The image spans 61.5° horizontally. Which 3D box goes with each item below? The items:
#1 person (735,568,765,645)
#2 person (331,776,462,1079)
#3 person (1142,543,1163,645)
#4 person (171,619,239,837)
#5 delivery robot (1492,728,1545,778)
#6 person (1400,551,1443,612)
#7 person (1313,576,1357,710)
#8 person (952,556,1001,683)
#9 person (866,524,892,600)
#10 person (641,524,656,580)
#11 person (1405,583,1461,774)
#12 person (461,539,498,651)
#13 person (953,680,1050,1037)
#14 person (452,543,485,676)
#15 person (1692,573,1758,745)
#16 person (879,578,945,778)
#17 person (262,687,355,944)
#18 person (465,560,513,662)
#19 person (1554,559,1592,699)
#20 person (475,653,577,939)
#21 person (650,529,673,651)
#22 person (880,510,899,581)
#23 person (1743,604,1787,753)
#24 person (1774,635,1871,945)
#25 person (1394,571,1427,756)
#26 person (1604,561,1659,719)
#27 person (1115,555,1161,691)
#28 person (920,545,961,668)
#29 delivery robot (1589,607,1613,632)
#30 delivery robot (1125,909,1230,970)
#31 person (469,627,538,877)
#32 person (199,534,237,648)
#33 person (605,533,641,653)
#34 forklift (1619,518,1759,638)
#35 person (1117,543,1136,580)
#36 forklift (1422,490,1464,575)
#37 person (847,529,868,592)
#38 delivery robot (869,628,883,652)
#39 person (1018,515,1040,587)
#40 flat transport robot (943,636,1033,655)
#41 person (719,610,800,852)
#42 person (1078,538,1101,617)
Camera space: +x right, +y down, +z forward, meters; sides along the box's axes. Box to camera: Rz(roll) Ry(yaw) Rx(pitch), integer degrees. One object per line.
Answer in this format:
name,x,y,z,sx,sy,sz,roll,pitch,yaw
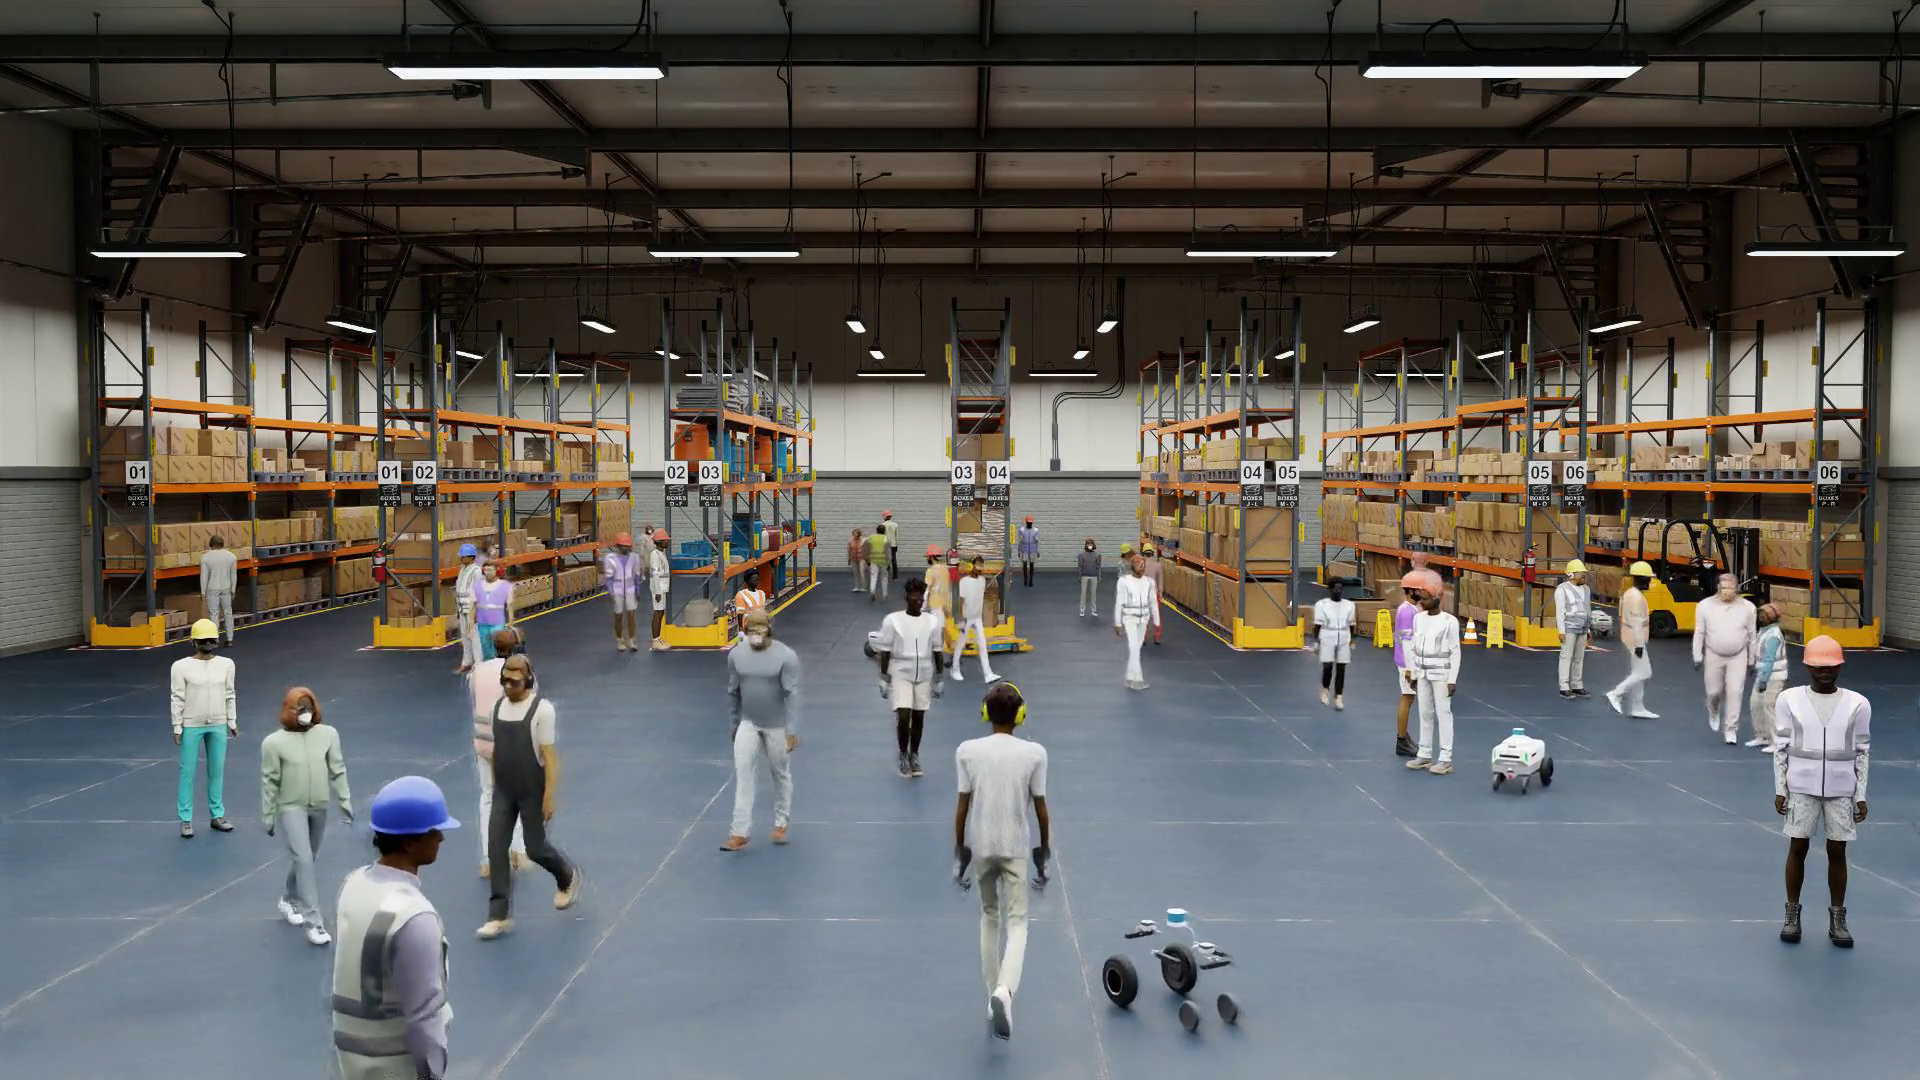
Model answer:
person,-2.813,1.226,21.799,0.317,1.697,0.535,2,3,36
person,-1.914,1.759,5.458,0.470,1.927,0.632,-2,3,-39
person,3.278,0.939,28.166,0.533,1.767,0.326,0,2,-10
person,-6.215,1.529,13.295,0.315,1.769,0.523,2,3,43
delivery robot,5.277,2.023,15.250,0.477,0.478,0.707,1,3,32
person,6.525,1.091,22.822,0.652,1.883,0.798,0,2,-11
person,4.715,1.291,20.268,0.556,1.683,0.371,0,2,-5
person,0.180,1.129,22.976,0.558,1.799,1.032,-2,3,-37
person,-1.911,0.522,38.130,0.626,1.813,0.833,0,2,8
person,-8.613,0.360,44.758,0.521,1.604,0.668,-1,3,-32
person,4.705,1.363,16.046,0.352,1.881,0.576,-1,3,-30
person,-7.861,0.930,26.928,1.016,1.887,0.646,0,2,-3
person,0.209,1.682,8.584,0.524,1.848,0.770,0,2,10
person,-7.222,1.022,23.781,0.603,1.950,0.385,2,3,44
person,8.503,1.293,17.966,0.663,1.868,0.819,1,2,21
person,-0.437,1.343,15.694,0.637,1.943,0.661,-1,2,-21
person,-4.234,1.730,10.395,0.827,1.593,0.512,2,3,40
person,-6.321,1.179,21.647,0.573,1.807,0.877,0,2,4
person,8.143,1.173,21.374,0.594,1.837,0.404,-1,3,-30
person,-2.818,1.620,10.522,0.516,1.812,0.798,1,2,21
person,-5.049,0.836,27.258,0.358,2.047,0.615,0,2,-1
person,-2.013,0.160,45.115,0.622,1.987,0.412,-1,3,-27
person,8.550,1.461,17.084,0.450,1.597,0.582,0,2,12
person,5.444,1.568,10.204,0.545,1.938,0.362,1,2,22
person,4.790,1.294,17.085,0.367,1.935,0.552,1,2,18
person,8.156,1.207,19.526,0.513,1.915,0.602,1,2,21
person,2.472,1.136,22.060,0.602,1.846,0.894,-1,2,-23
person,-0.382,1.017,24.878,0.998,1.887,0.550,1,3,26
delivery robot,11.616,1.460,29.422,0.477,0.478,0.707,0,2,3
delivery robot,1.187,2.149,8.872,0.335,0.223,0.698,-1,3,-31
person,-3.342,1.556,11.904,0.646,1.824,0.444,1,3,27
person,-12.728,0.872,27.694,0.377,1.940,0.629,2,3,42
person,-5.586,0.883,26.863,0.611,1.980,0.952,-1,2,-22
forklift,13.417,0.684,29.791,2.313,2.155,1.214,0,2,0
person,3.200,0.893,30.070,0.543,1.699,0.515,1,2,21
forklift,13.926,-0.371,47.846,1.873,2.768,1.129,0,2,0
person,-2.596,0.523,40.682,0.538,1.600,0.637,1,2,18
delivery robot,-1.137,1.585,26.276,0.707,0.478,0.477,-2,3,-42
person,1.835,0.290,42.674,0.580,1.910,0.772,0,2,-3
flat transport robot,0.471,1.747,26.894,1.431,0.197,0.652,-2,3,-38
person,-1.563,1.492,12.675,0.669,1.884,0.975,1,2,16
person,2.710,0.781,33.752,0.498,1.634,0.283,0,2,-3
